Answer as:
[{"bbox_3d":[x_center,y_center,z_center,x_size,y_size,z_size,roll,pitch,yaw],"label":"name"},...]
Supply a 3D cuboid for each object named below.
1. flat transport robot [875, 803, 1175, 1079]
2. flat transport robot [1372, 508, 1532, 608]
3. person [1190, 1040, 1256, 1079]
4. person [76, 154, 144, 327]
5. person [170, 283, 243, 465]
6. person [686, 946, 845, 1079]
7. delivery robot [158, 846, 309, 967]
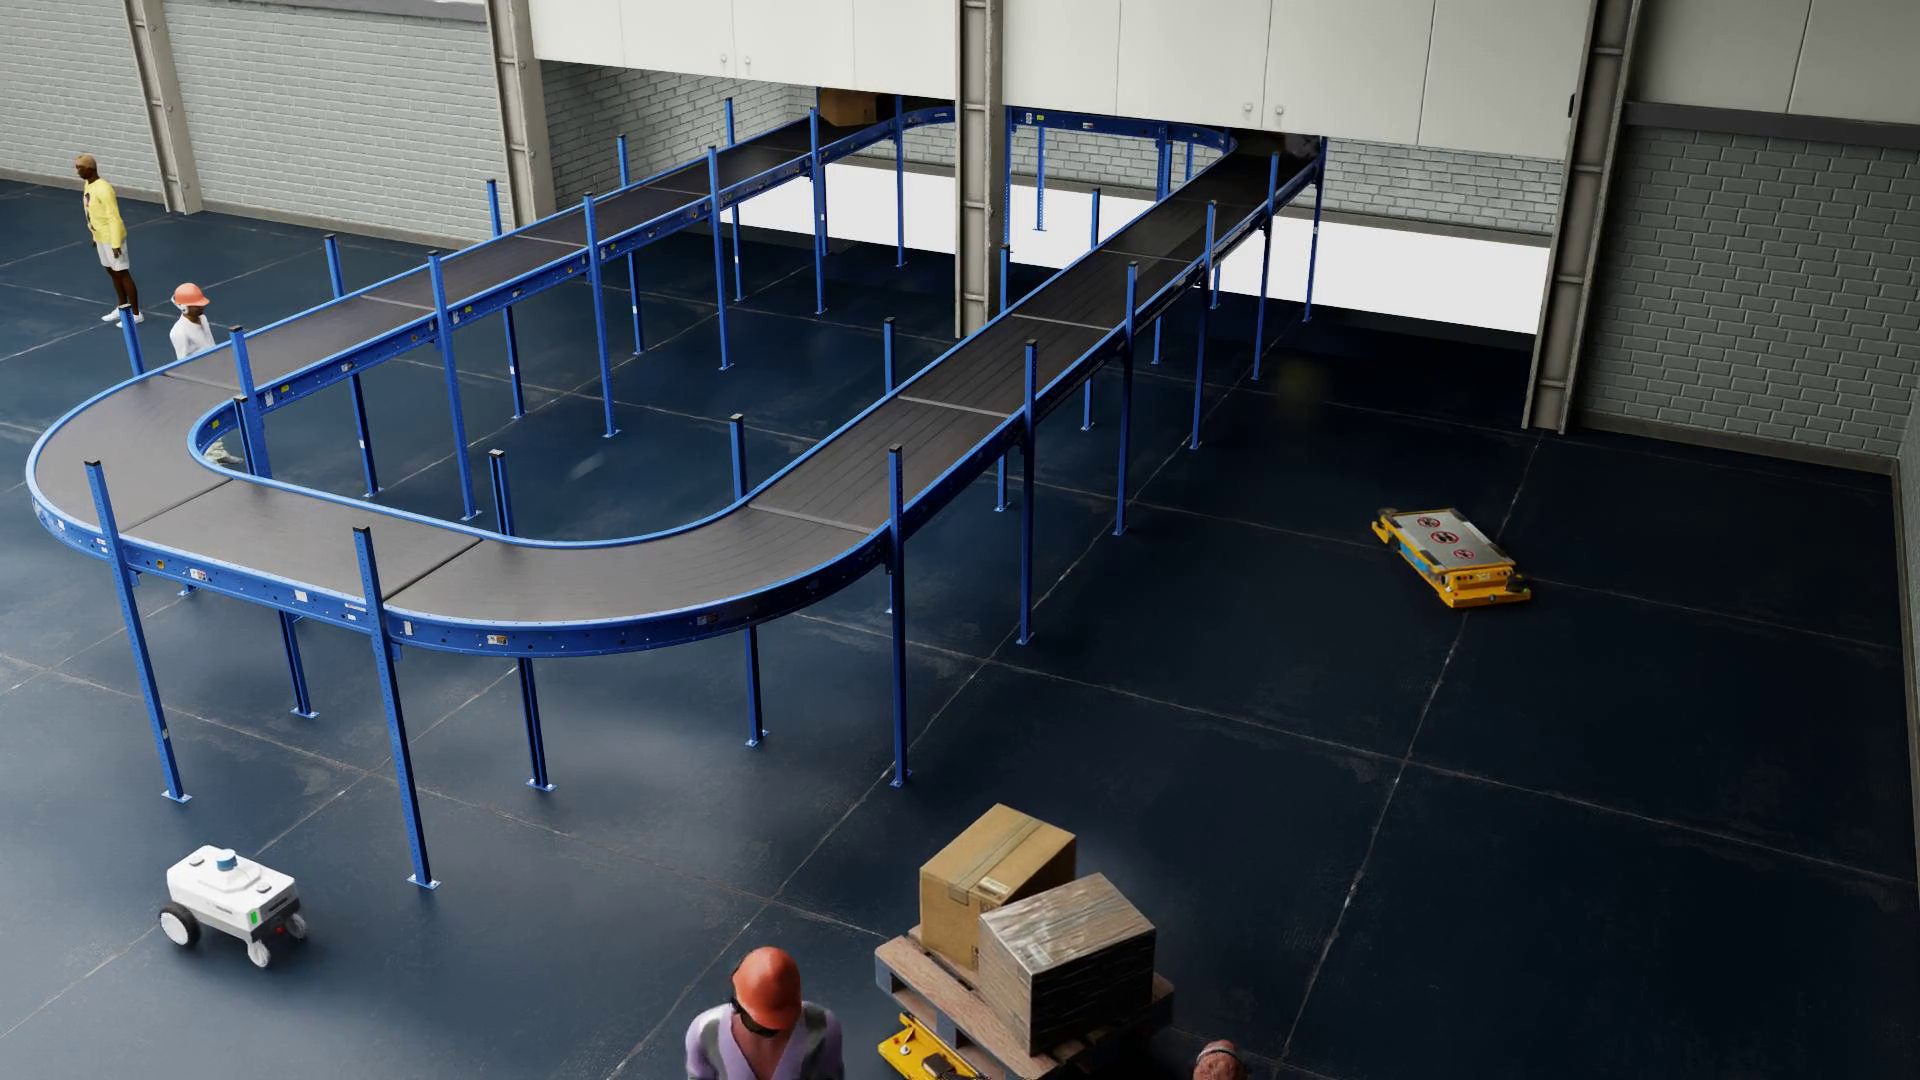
[{"bbox_3d":[0.331,2.432,8.575,1.431,0.231,0.659,-20,33,-35],"label":"flat transport robot"},{"bbox_3d":[3.894,0.112,13.250,0.659,0.231,1.431,-6,27,-11],"label":"flat transport robot"},{"bbox_3d":[0.938,2.718,6.200,0.471,1.880,0.738,-6,27,-12],"label":"person"},{"bbox_3d":[-9.370,-3.301,18.294,0.542,1.901,0.377,23,35,38],"label":"person"},{"bbox_3d":[-6.652,-1.421,14.667,0.340,1.749,0.567,-1,26,-1],"label":"person"},{"bbox_3d":[-0.766,2.406,6.670,0.644,2.023,0.575,-1,26,-1],"label":"person"},{"bbox_3d":[-4.018,1.981,9.184,0.807,0.613,0.499,13,29,24],"label":"delivery robot"}]
